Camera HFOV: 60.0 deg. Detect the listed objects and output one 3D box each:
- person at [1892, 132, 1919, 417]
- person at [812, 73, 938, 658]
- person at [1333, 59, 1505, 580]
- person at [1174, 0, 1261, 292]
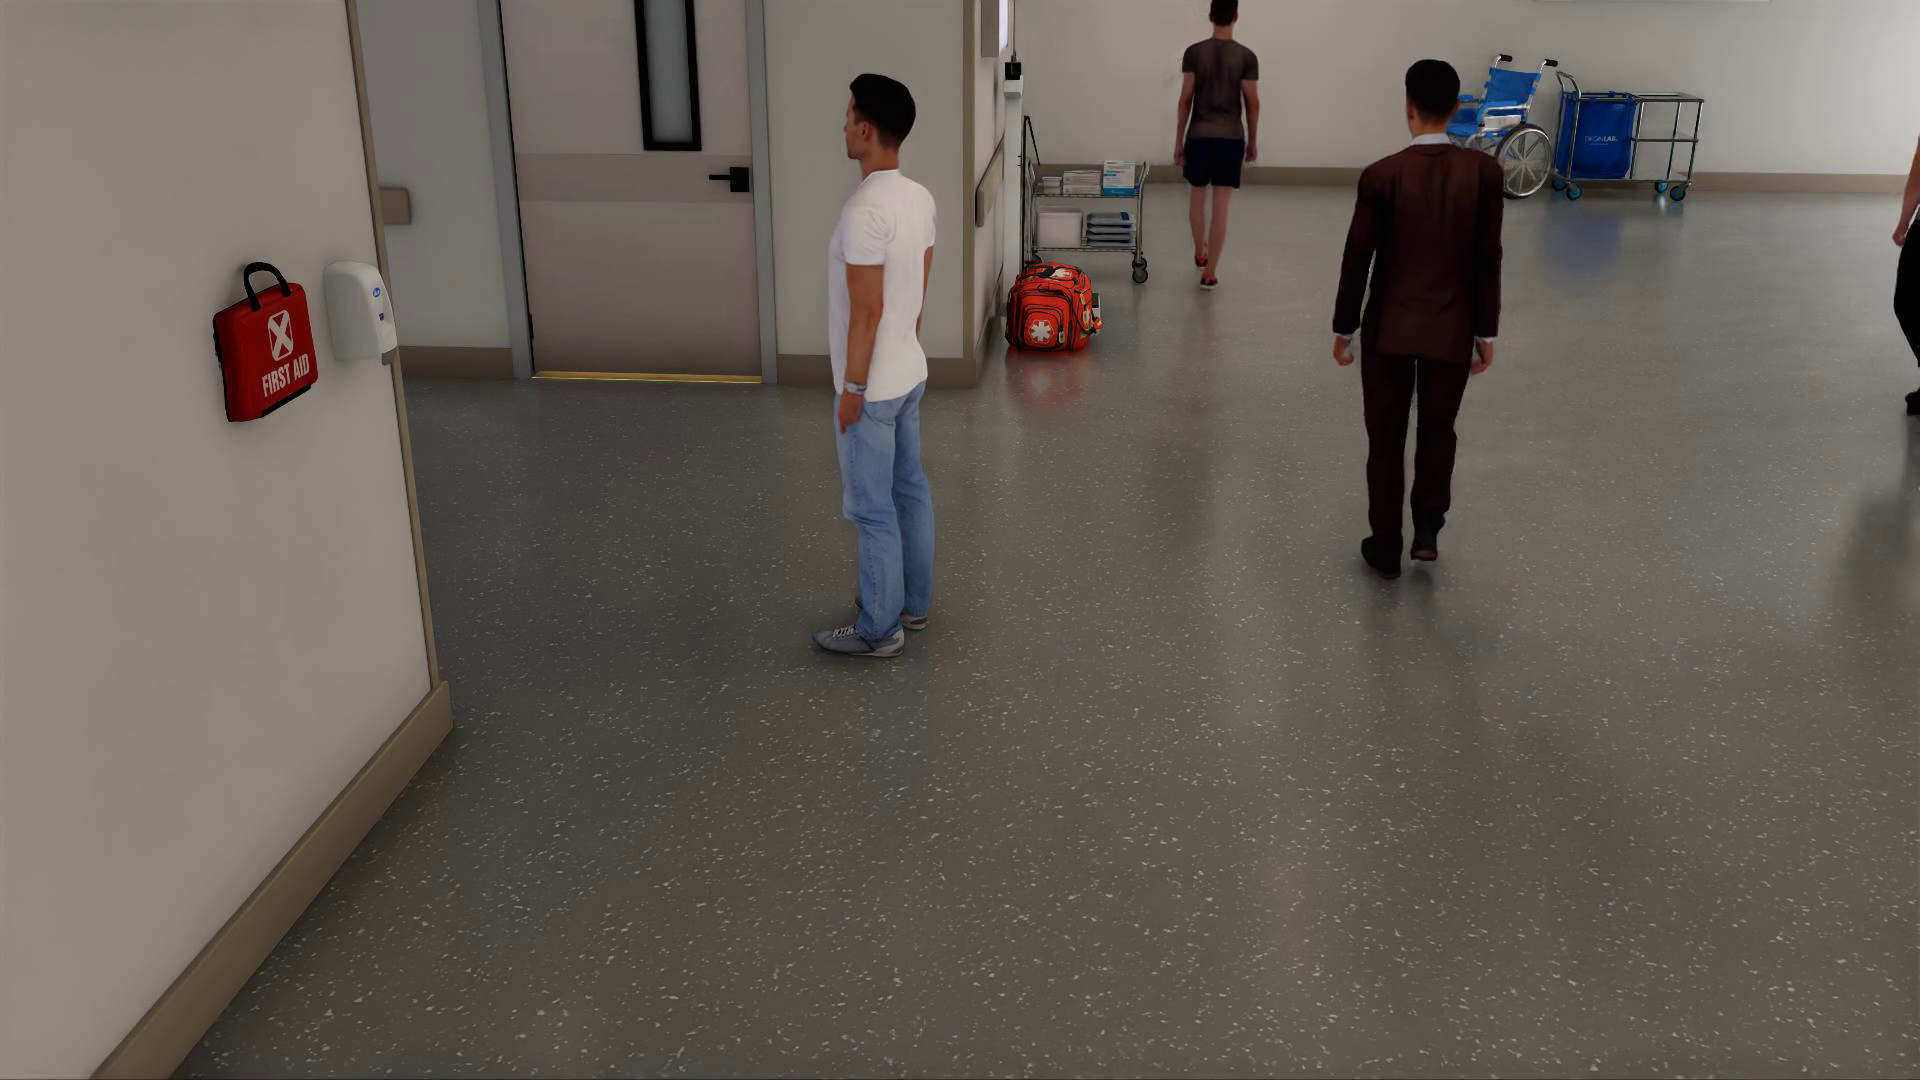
[{"bbox_3d":[4.676,-1.448,7.778,0.722,1.851,0.905,4,21,11],"label":"person"},{"bbox_3d":[-0.253,-0.539,5.357,0.798,1.866,0.620,8,22,21],"label":"person"},{"bbox_3d":[1.627,-0.718,5.843,0.718,1.857,0.648,1,21,3],"label":"person"},{"bbox_3d":[1.614,-2.502,10.602,0.805,1.823,1.125,5,21,13],"label":"person"}]
